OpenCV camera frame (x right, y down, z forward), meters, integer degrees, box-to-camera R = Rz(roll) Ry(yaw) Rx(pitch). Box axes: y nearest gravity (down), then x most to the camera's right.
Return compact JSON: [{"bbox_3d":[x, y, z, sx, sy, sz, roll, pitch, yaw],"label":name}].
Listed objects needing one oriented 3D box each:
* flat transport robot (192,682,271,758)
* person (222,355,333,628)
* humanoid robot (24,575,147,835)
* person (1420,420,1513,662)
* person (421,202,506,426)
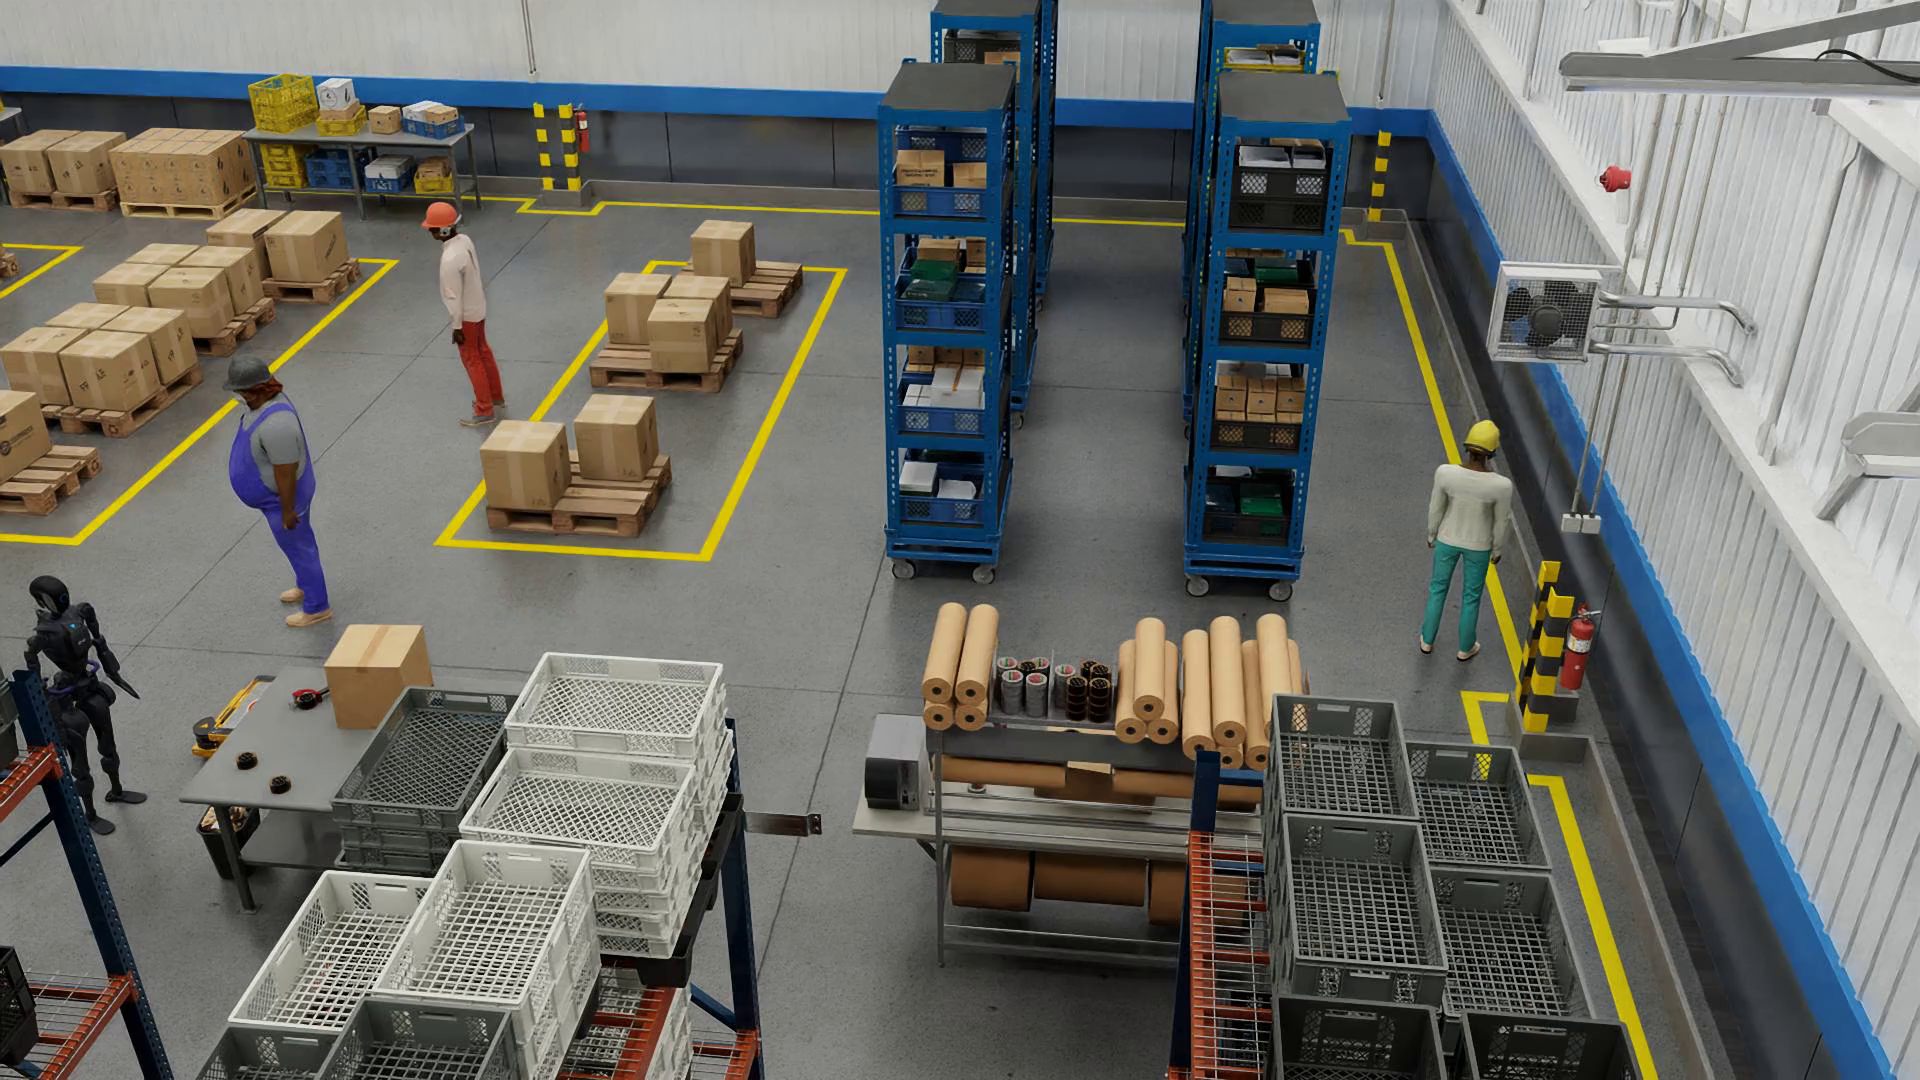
[{"bbox_3d":[-4.089,1.163,10.648,1.431,0.197,0.652,3,30,6],"label":"flat transport robot"},{"bbox_3d":[-4.752,-0.361,11.534,0.536,2.000,0.681,-13,33,-21],"label":"person"},{"bbox_3d":[-5.092,0.926,9.668,0.324,1.658,0.602,8,31,13],"label":"humanoid robot"},{"bbox_3d":[3.390,0.008,11.171,0.524,1.768,0.313,14,33,23],"label":"person"},{"bbox_3d":[-4.297,-1.953,14.336,0.421,1.982,0.627,1,30,1],"label":"person"}]
